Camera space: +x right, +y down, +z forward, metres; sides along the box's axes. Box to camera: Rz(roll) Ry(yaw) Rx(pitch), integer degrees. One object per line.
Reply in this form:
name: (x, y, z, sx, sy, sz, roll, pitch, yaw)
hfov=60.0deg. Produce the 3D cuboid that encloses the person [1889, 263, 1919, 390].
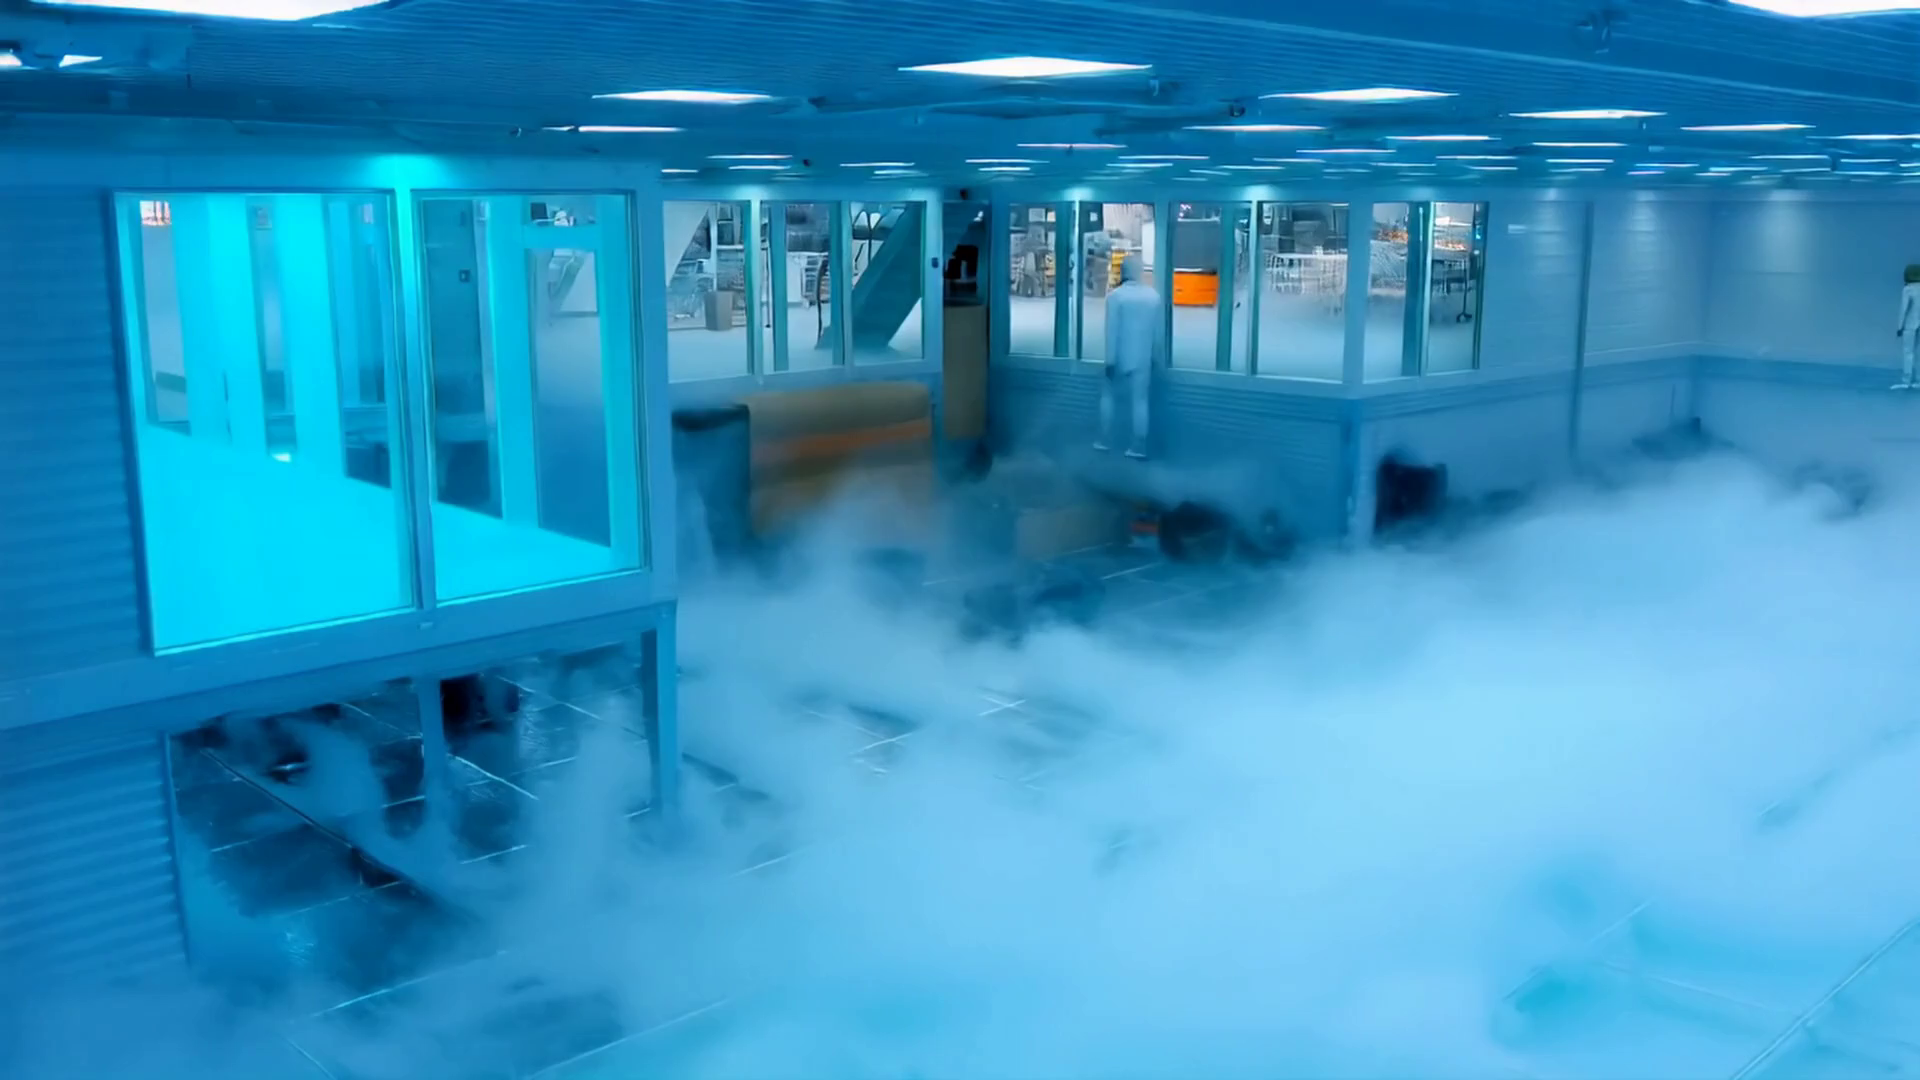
person: (12.280, -2.748, 21.447, 0.497, 1.626, 0.288, -5, 13, -26)

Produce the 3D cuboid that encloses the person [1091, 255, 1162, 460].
person: (1.534, -1.716, 15.604, 0.668, 1.880, 0.773, -5, 12, -23)
